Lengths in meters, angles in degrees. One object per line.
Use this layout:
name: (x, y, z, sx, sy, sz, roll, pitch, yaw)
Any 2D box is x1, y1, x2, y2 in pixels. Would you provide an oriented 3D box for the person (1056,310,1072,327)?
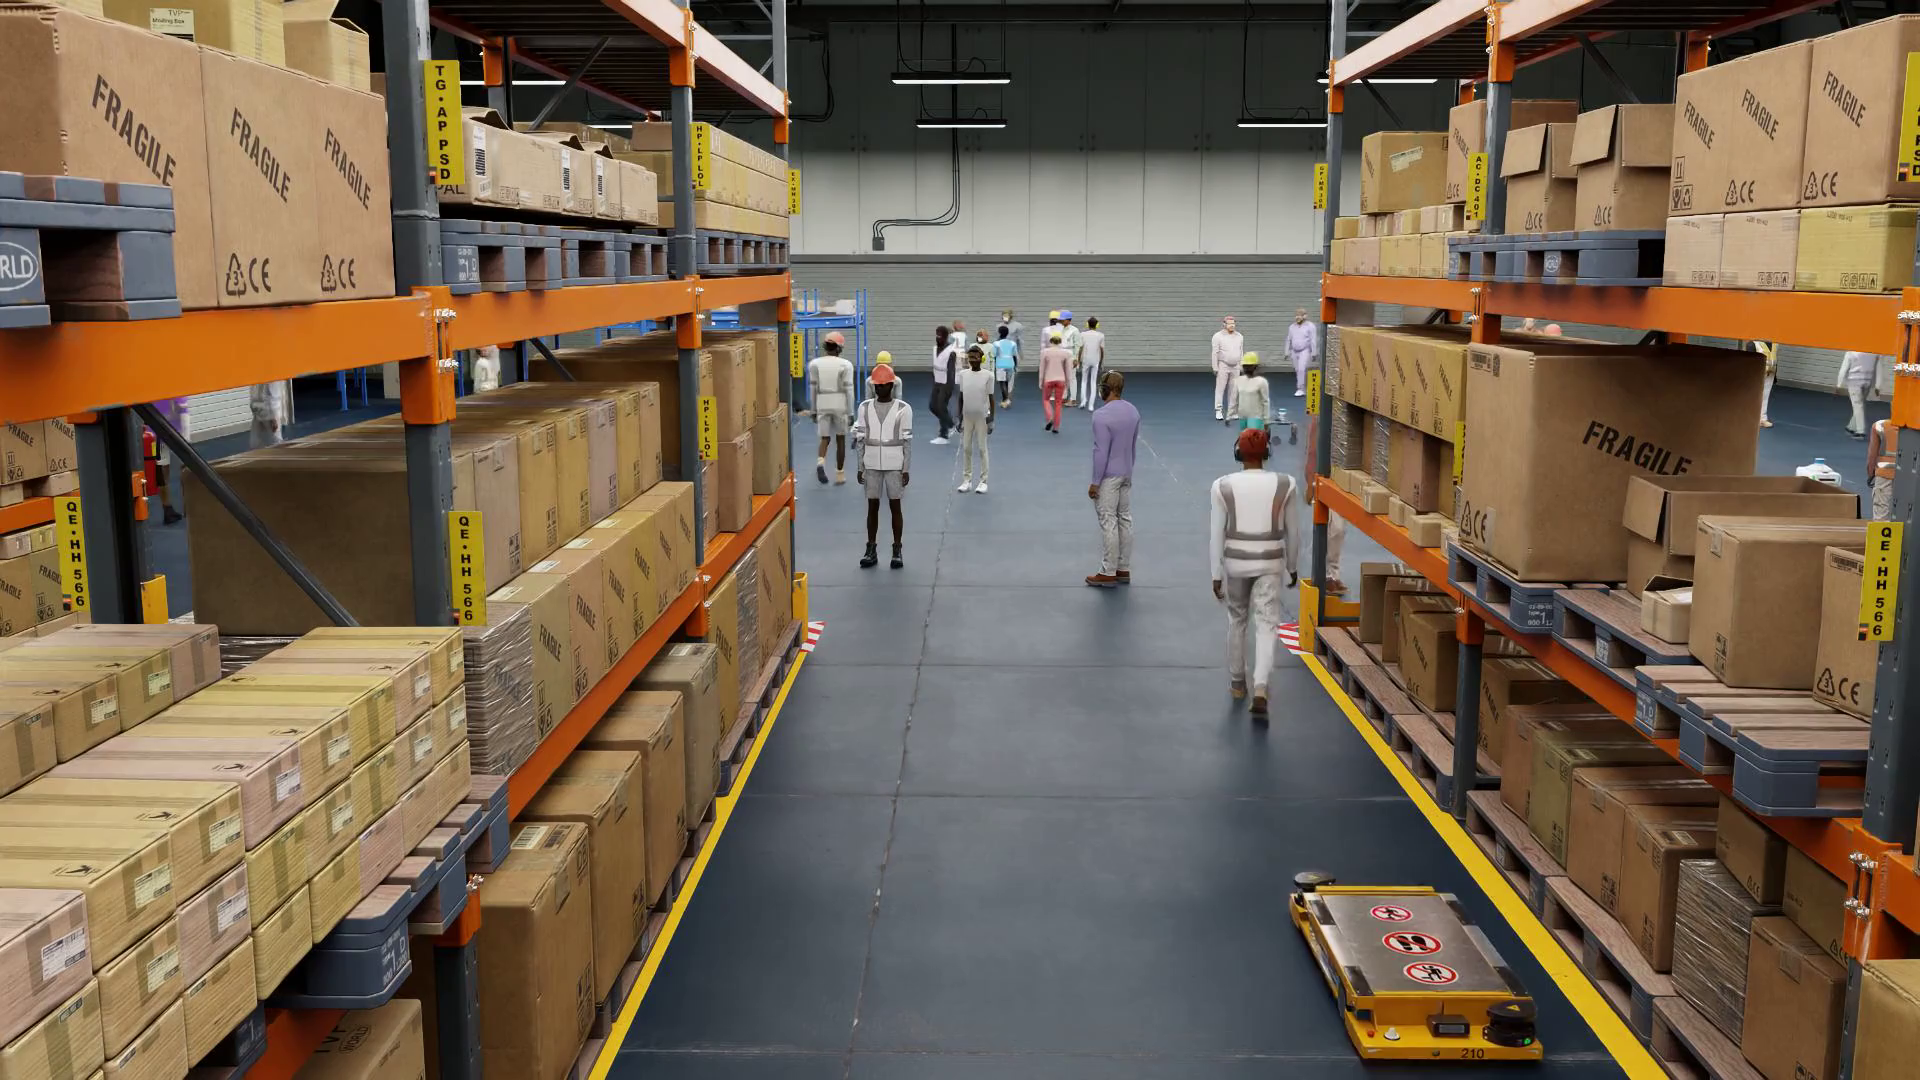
person: (2.149, -4.069, 36.227, 0.370, 1.886, 0.687, -4, 10, -21)

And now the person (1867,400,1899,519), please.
person: (9.085, -0.600, 16.139, 0.523, 1.639, 0.306, 6, 11, 34)

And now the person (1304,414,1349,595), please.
person: (3.315, -0.492, 14.476, 0.647, 1.975, 0.515, -6, 11, -31)

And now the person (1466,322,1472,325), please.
person: (10.422, -3.627, 34.103, 0.318, 1.697, 0.533, -5, 11, -27)

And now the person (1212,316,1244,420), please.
person: (4.982, -3.189, 30.850, 0.651, 1.907, 0.409, -4, 10, -21)

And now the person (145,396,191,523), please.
person: (-8.866, -1.178, 18.743, 0.578, 1.920, 0.653, 1, 9, 4)

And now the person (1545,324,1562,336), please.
person: (8.917, -2.276, 25.168, 0.621, 1.978, 0.438, -1, 10, -7)

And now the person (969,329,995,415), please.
person: (0.420, -3.218, 31.840, 0.501, 1.631, 0.285, 0, 9, 2)

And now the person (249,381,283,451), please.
person: (-8.860, -1.622, 21.437, 0.872, 1.922, 0.615, -8, 13, -41)

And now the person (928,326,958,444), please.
person: (-0.248, -2.491, 26.690, 0.463, 1.896, 0.628, -6, 11, -31)

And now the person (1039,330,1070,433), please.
person: (1.619, -2.714, 28.435, 0.553, 1.749, 0.384, -1, 10, -6)

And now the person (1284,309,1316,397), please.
person: (7.292, -4.031, 35.942, 0.742, 1.881, 0.681, -9, 13, -44)

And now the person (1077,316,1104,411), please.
person: (2.564, -3.469, 32.724, 0.528, 1.838, 0.694, 1, 10, 4)

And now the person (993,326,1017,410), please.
person: (0.901, -3.431, 33.057, 0.534, 1.663, 0.837, -4, 10, -21)

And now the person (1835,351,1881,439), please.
person: (14.848, -2.583, 27.554, 0.599, 1.783, 0.921, -1, 10, -7)

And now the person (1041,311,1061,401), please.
person: (2.007, -3.834, 34.745, 0.598, 1.906, 0.689, -5, 11, -26)

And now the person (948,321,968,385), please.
person: (-0.077, -4.066, 37.038, 0.865, 1.593, 0.514, 8, 12, 40)

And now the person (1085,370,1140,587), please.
person: (1.369, -0.560, 15.005, 0.365, 1.939, 0.636, 7, 12, 37)

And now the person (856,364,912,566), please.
person: (-0.730, -0.716, 15.943, 0.545, 1.939, 0.354, 2, 10, 9)

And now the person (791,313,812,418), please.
person: (-3.211, -3.203, 30.660, 1.018, 2.000, 0.710, -1, 10, -6)

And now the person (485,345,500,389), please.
person: (-8.440, -3.008, 29.911, 0.311, 1.863, 0.510, 1, 10, 7)

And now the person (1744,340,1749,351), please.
person: (18.234, -4.371, 38.223, 0.538, 1.804, 0.472, -1, 10, -8)

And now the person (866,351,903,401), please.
person: (-0.999, -1.619, 21.945, 0.494, 1.741, 0.333, 1, 10, 5)

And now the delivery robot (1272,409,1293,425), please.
delivery robot: (5.205, -2.003, 26.854, 0.335, 0.223, 0.698, 1, 10, 8)

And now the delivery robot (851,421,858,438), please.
delivery robot: (-1.467, -1.779, 26.290, 0.477, 0.478, 0.707, 3, 10, 15)

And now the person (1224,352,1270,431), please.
person: (3.700, -1.565, 21.646, 0.831, 1.735, 0.533, -8, 12, -40)

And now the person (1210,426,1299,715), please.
person: (1.914, 0.186, 10.839, 0.579, 1.850, 0.935, 2, 10, 10)

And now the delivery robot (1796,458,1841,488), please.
delivery robot: (10.362, -0.742, 20.077, 0.477, 0.478, 0.707, 2, 10, 12)

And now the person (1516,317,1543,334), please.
person: (11.231, -3.508, 32.905, 0.666, 1.860, 0.913, 2, 10, 9)

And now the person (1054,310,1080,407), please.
person: (2.160, -3.680, 33.672, 0.409, 1.942, 0.615, -7, 12, -38)

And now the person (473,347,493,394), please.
person: (-7.605, -2.369, 26.825, 0.737, 1.609, 0.514, -1, 10, -5)

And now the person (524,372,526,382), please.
person: (-4.369, -0.741, 16.178, 0.607, 1.908, 0.617, -8, 12, -39)

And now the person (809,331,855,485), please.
person: (-1.686, -1.698, 21.607, 0.624, 2.011, 0.710, 2, 10, 11)

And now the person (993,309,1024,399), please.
person: (0.974, -3.954, 35.389, 0.661, 1.911, 0.806, 4, 10, 23)

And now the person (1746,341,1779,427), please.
person: (14.209, -2.920, 29.436, 0.627, 1.844, 0.429, -3, 10, -17)

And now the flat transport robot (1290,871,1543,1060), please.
flat transport robot: (1.788, 1.679, 6.701, 0.652, 0.197, 1.431, 0, 9, 1)

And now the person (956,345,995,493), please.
person: (0.191, -1.537, 21.107, 0.514, 1.865, 0.335, 4, 10, 25)
